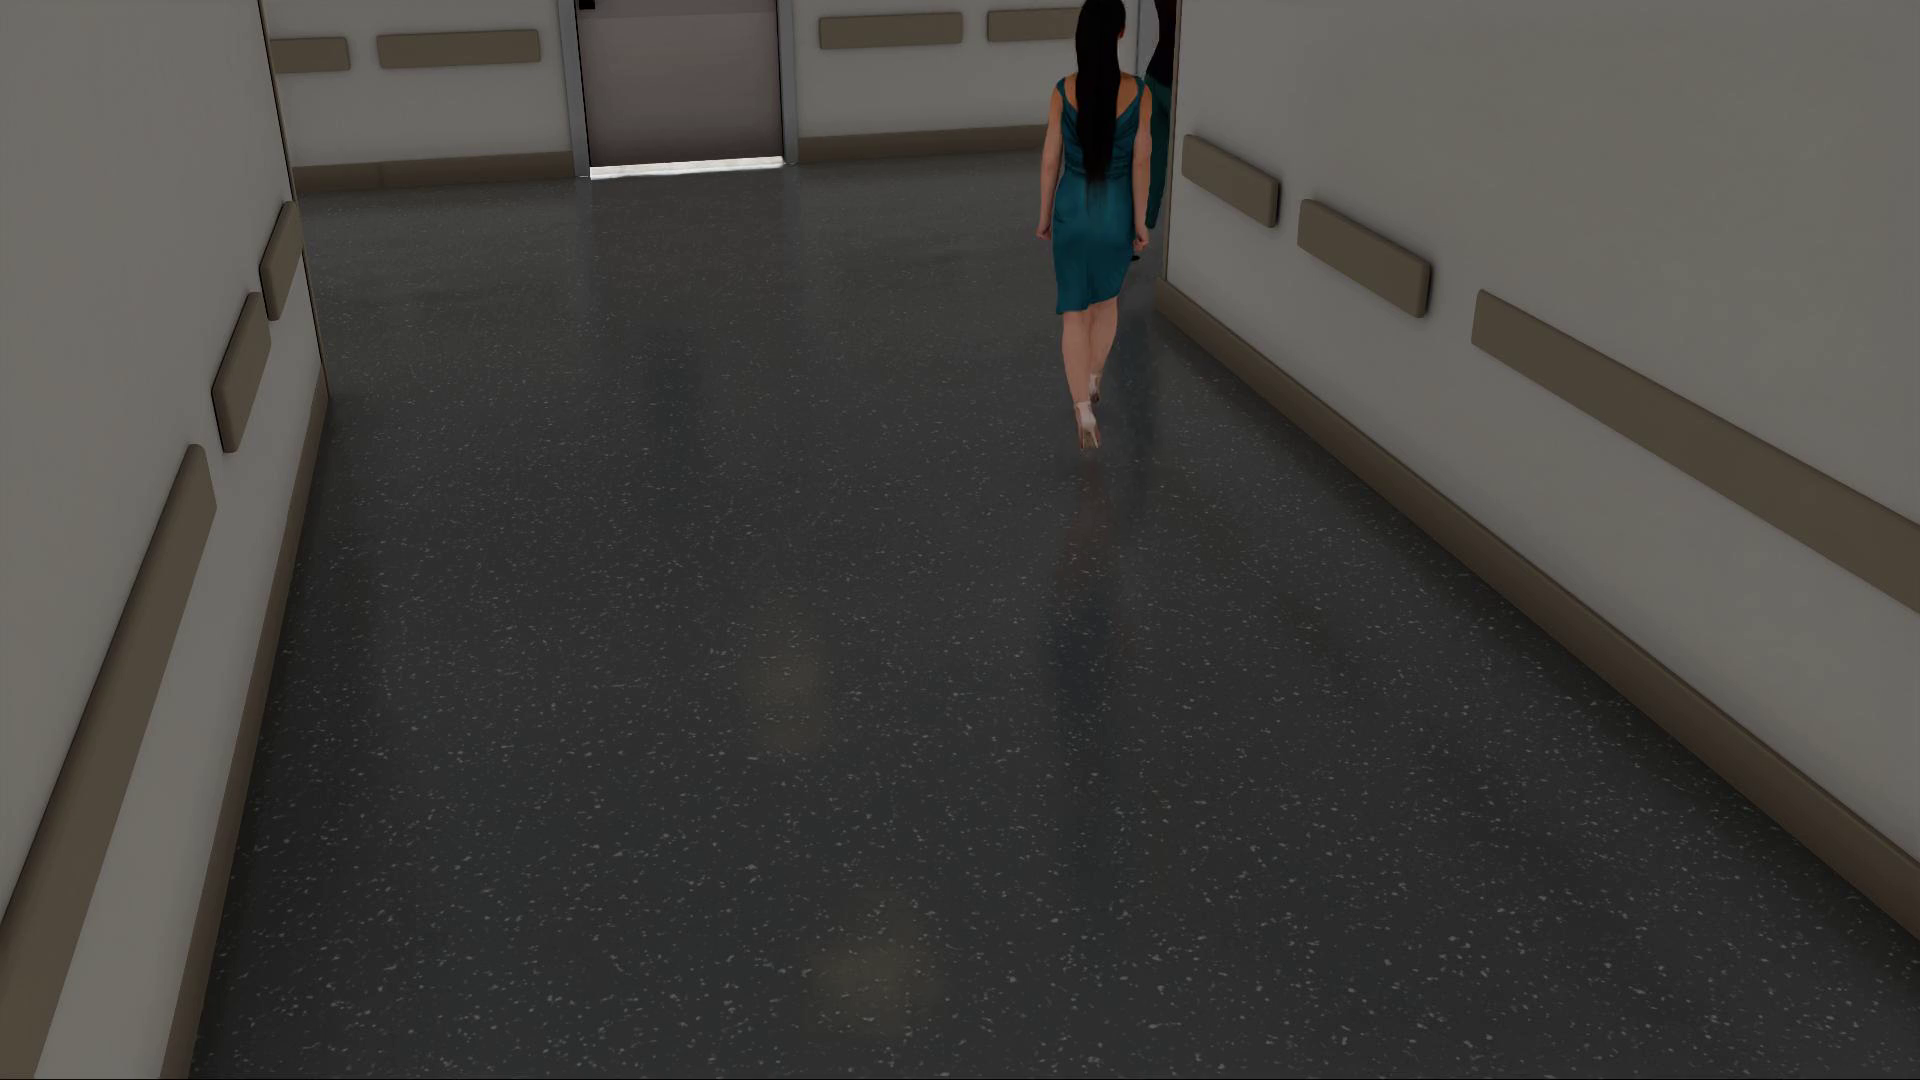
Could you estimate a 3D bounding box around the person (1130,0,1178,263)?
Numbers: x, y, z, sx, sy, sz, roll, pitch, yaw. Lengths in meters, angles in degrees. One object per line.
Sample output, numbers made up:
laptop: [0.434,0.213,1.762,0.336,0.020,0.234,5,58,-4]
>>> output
person: [0.999,-2.158,8.255,1.178,1.681,0.813,-14,29,-27]

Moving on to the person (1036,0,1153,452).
person: [0.490,-1.113,6.125,1.010,1.648,0.804,0,26,0]
